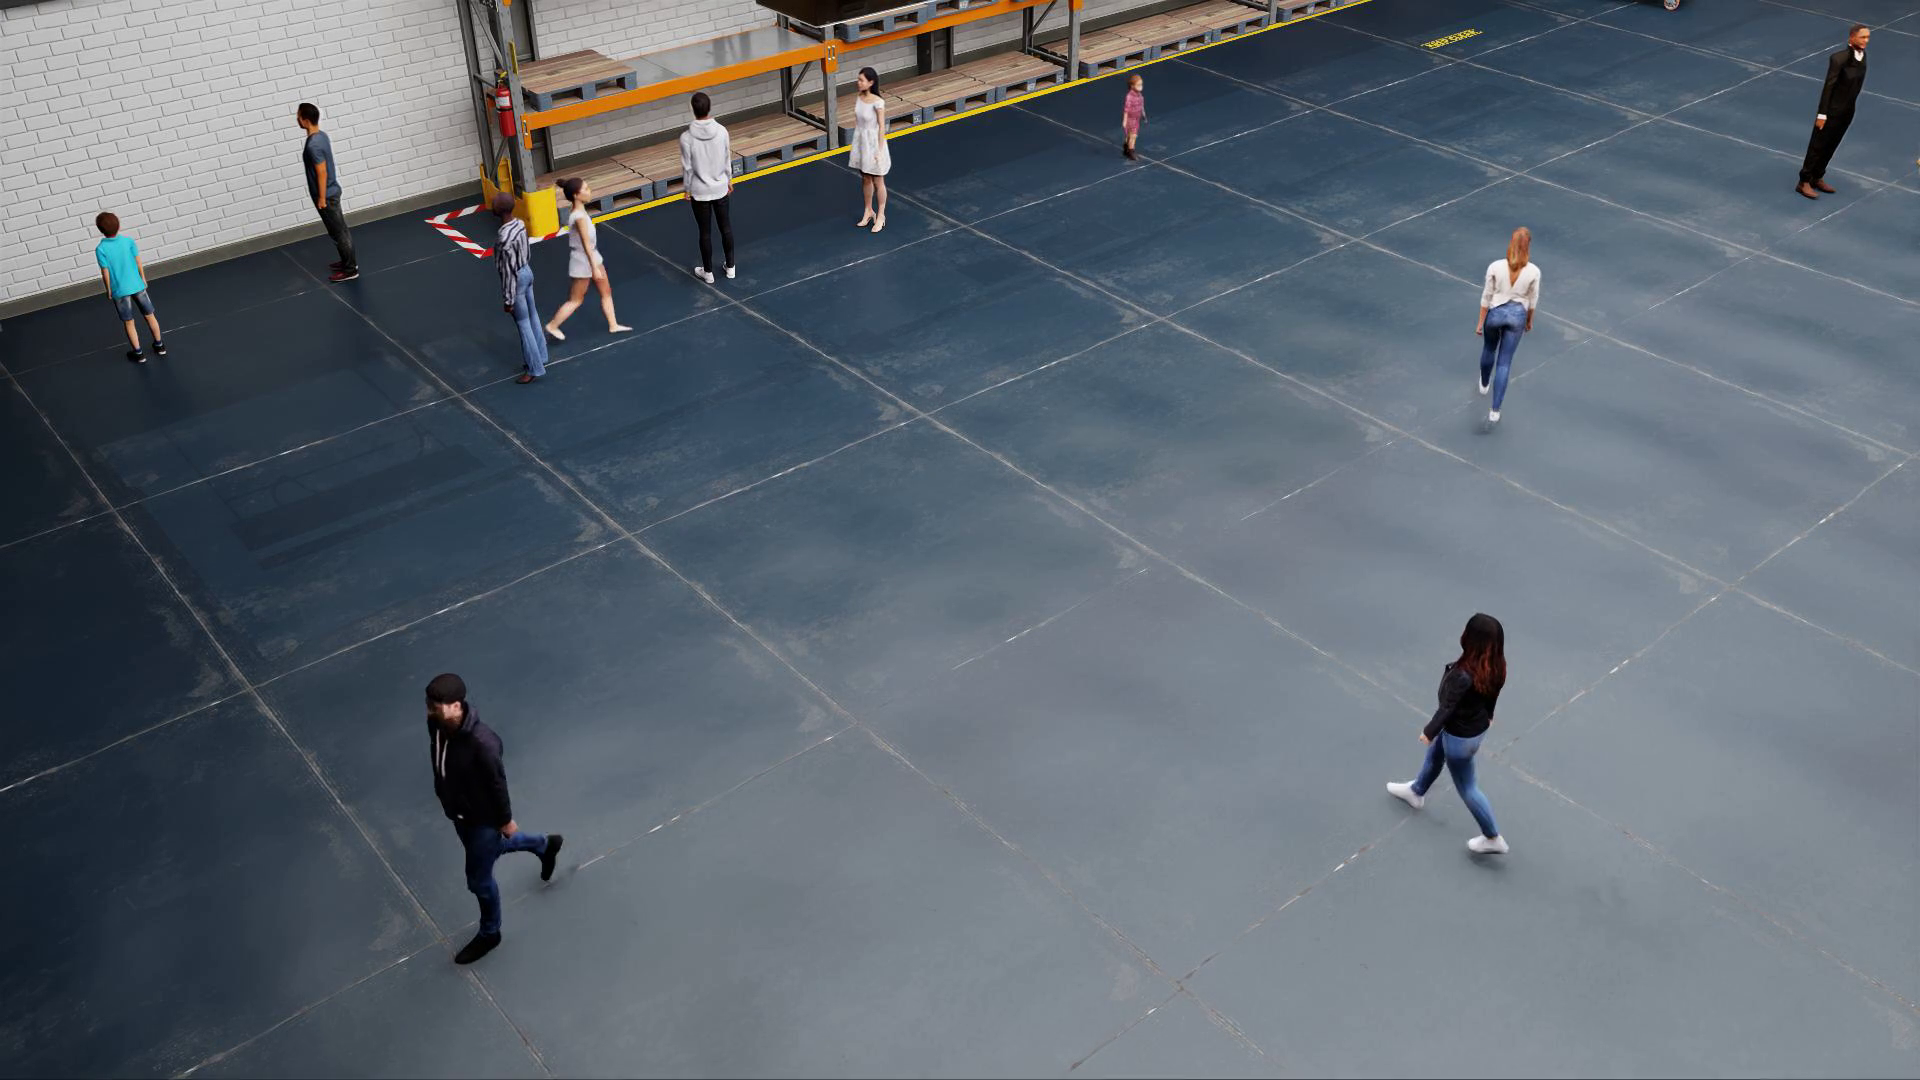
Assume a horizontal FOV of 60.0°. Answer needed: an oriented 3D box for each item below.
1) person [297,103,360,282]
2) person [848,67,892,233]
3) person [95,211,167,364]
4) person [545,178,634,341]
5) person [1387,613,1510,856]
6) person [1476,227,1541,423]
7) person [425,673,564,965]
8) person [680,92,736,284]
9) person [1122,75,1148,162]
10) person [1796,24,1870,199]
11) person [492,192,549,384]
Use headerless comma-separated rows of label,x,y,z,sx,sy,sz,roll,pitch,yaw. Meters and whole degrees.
person,-6.348,-3.495,16.677,0.705,1.809,0.732,-7,34,-11
person,-0.957,-4.153,17.699,0.618,1.774,0.636,-25,41,-33
person,-7.646,-2.341,15.266,0.601,1.449,0.456,27,42,34
person,-3.580,-2.575,15.506,1.107,1.573,0.890,-6,34,-9
person,3.043,1.179,9.840,0.785,1.594,1.063,28,42,35
person,4.672,-1.811,14.259,1.041,1.682,1.229,9,35,14
person,-2.591,1.438,9.202,0.820,1.869,1.168,24,40,31
person,-2.496,-3.518,16.603,0.611,1.931,0.785,-17,37,-23
person,2.004,-5.024,19.697,0.545,1.013,0.471,20,38,27
person,9.771,-4.805,18.563,0.602,1.904,0.784,-18,38,-25
person,-3.930,-2.254,14.823,0.753,1.795,0.696,3,34,4
